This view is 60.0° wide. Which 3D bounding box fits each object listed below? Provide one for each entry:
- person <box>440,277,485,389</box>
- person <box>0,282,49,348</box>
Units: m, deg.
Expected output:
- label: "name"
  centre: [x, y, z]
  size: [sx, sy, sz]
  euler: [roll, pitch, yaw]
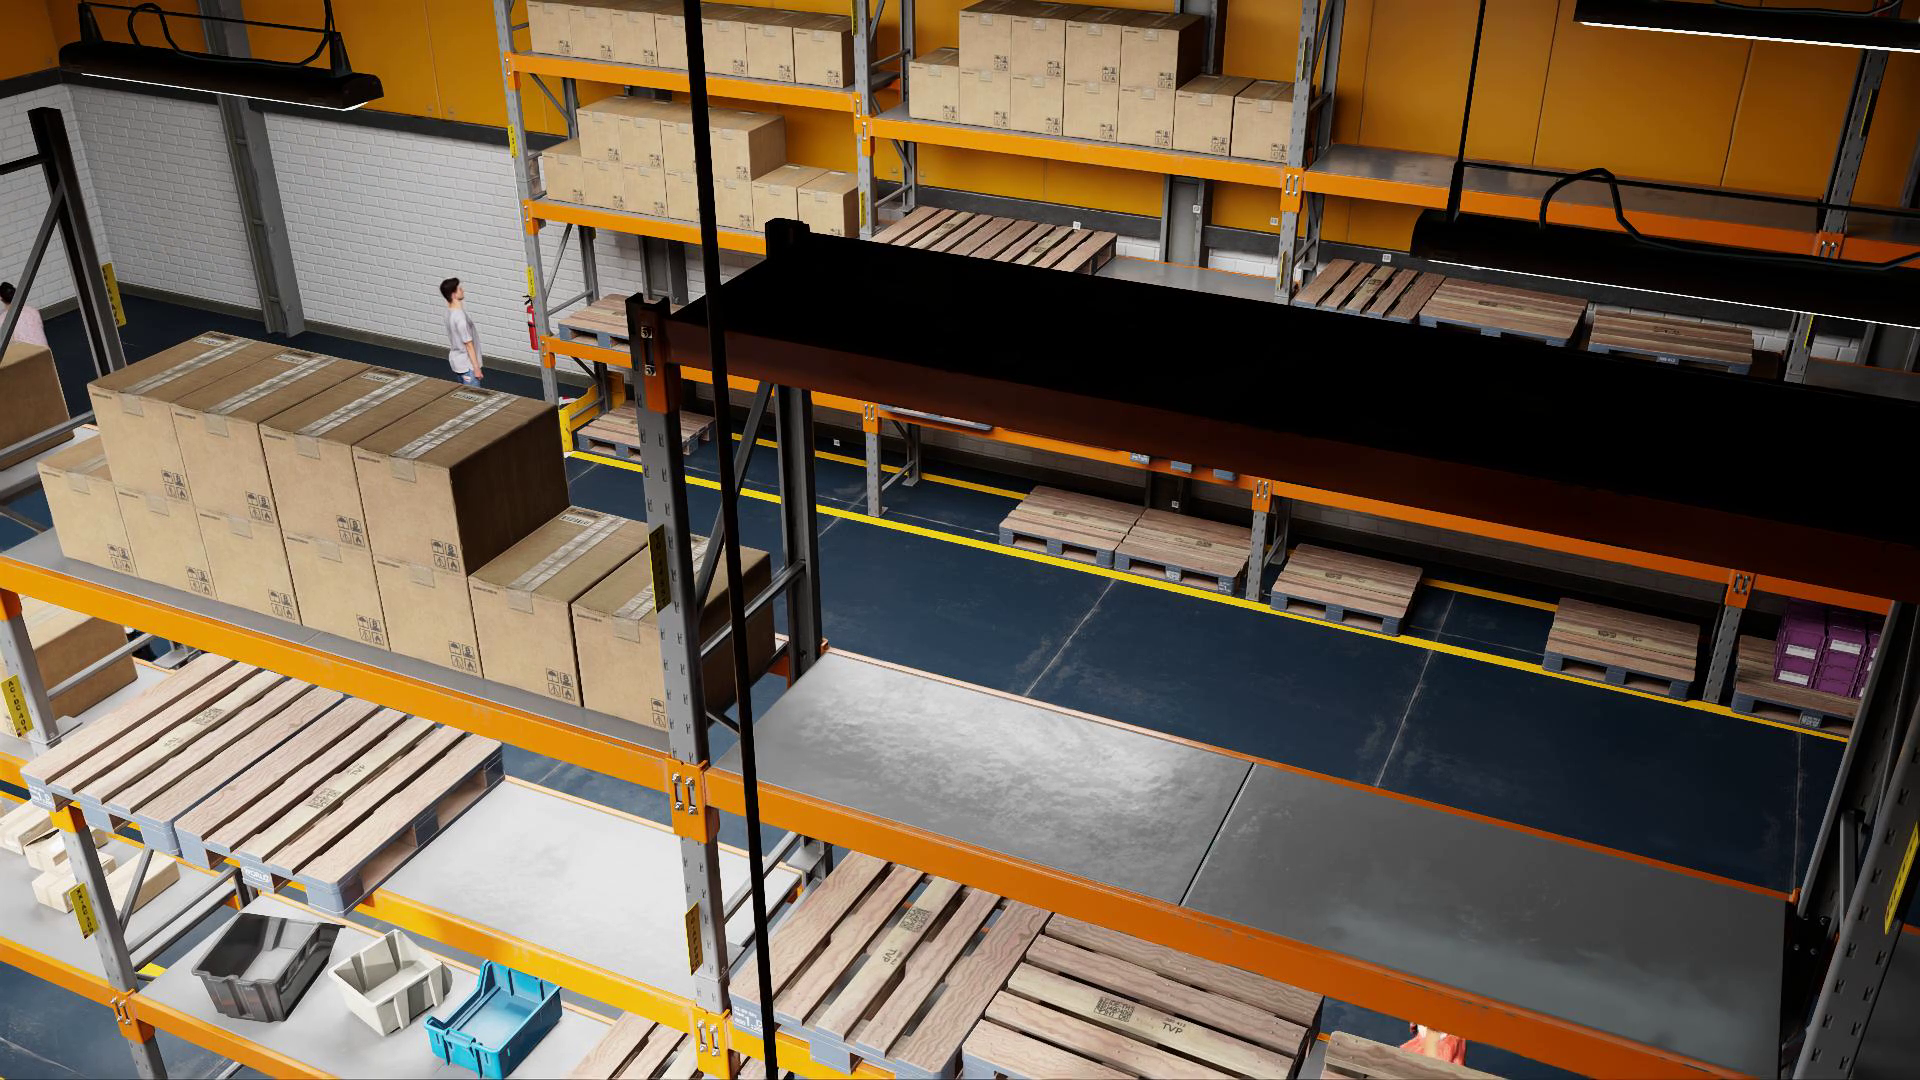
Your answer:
- label: "person"
  centre: [-5.431, -1.973, 18.254]
  size: [0.817, 1.893, 0.693]
  euler: [-18, 34, -30]
- label: "person"
  centre: [-10.414, -2.054, 18.559]
  size: [0.634, 1.743, 0.699]
  euler: [15, 32, 26]
